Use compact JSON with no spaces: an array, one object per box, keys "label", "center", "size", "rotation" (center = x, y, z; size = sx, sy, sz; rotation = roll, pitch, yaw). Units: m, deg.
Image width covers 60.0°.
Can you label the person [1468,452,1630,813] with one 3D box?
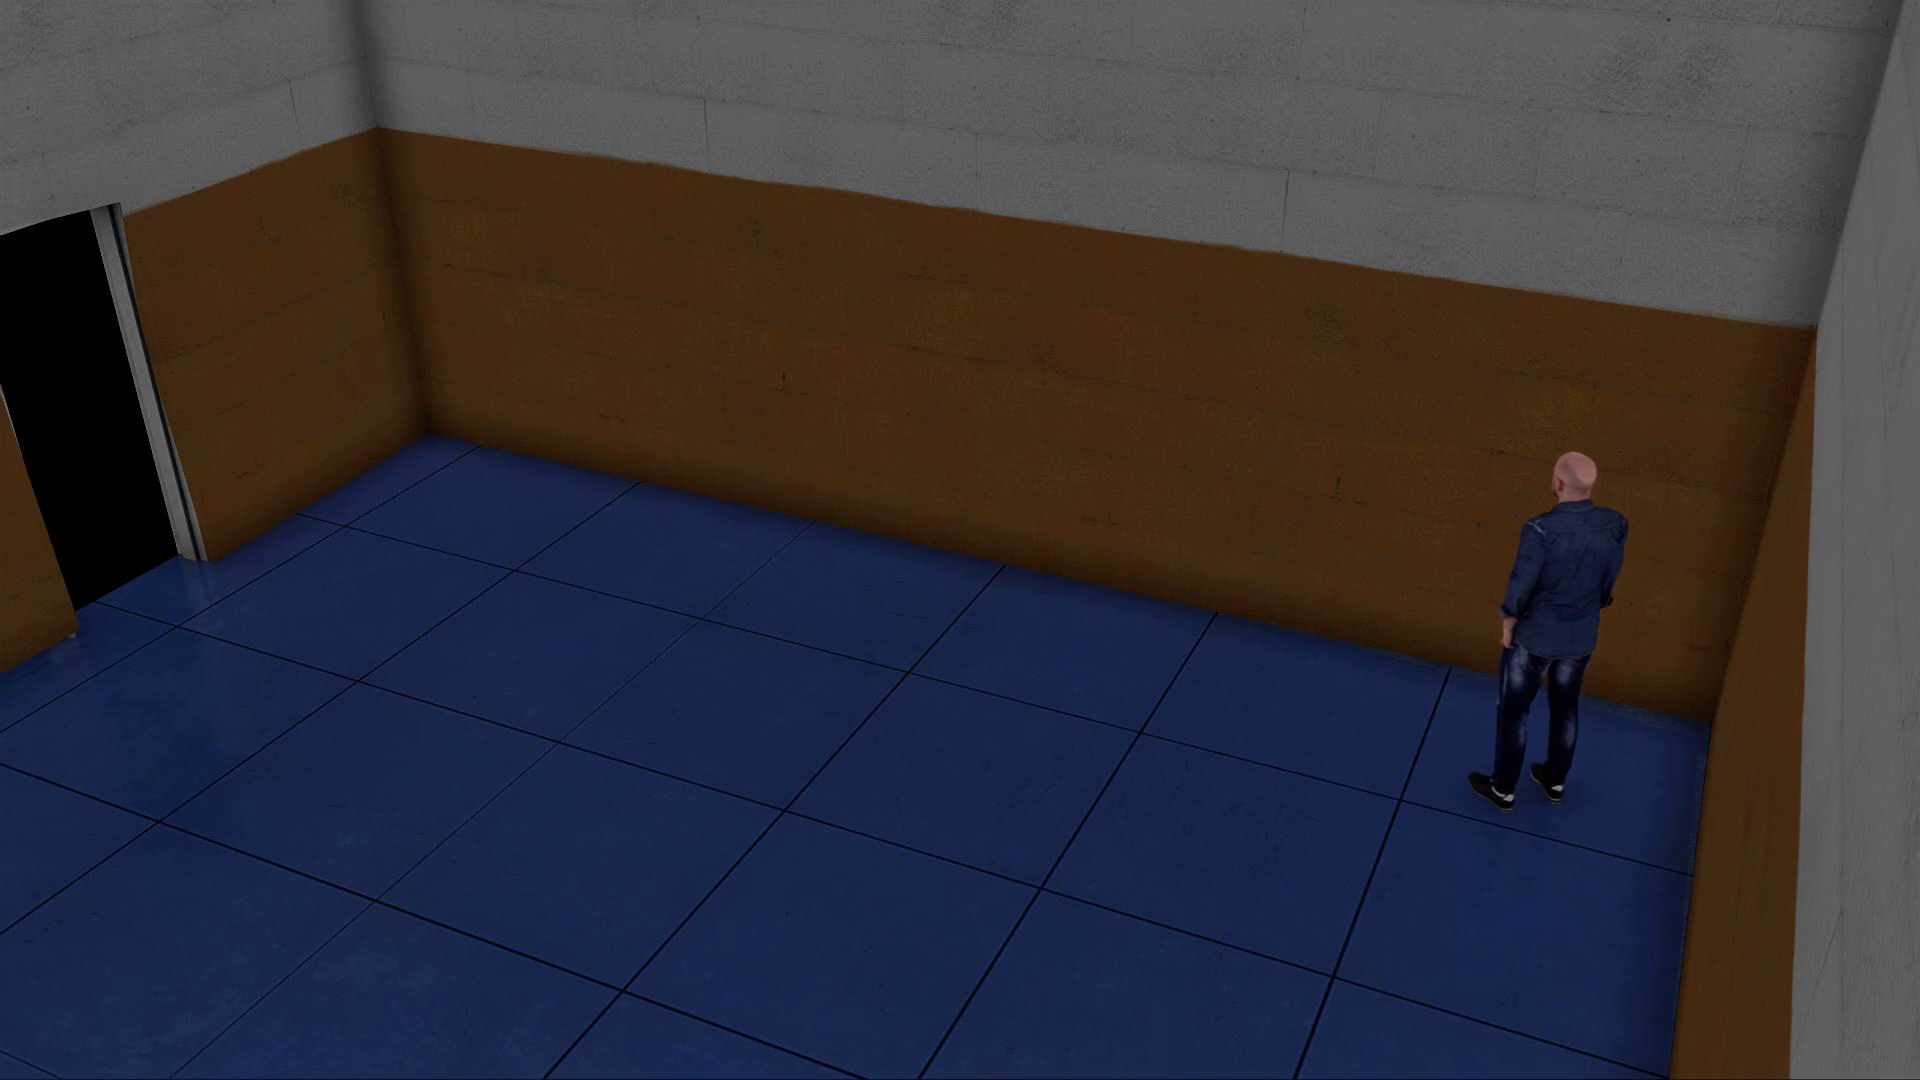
[{"label":"person","center":[2.734,0.436,7.678],"size":[0.753,1.824,0.853],"rotation":[-6,29,-11]}]
